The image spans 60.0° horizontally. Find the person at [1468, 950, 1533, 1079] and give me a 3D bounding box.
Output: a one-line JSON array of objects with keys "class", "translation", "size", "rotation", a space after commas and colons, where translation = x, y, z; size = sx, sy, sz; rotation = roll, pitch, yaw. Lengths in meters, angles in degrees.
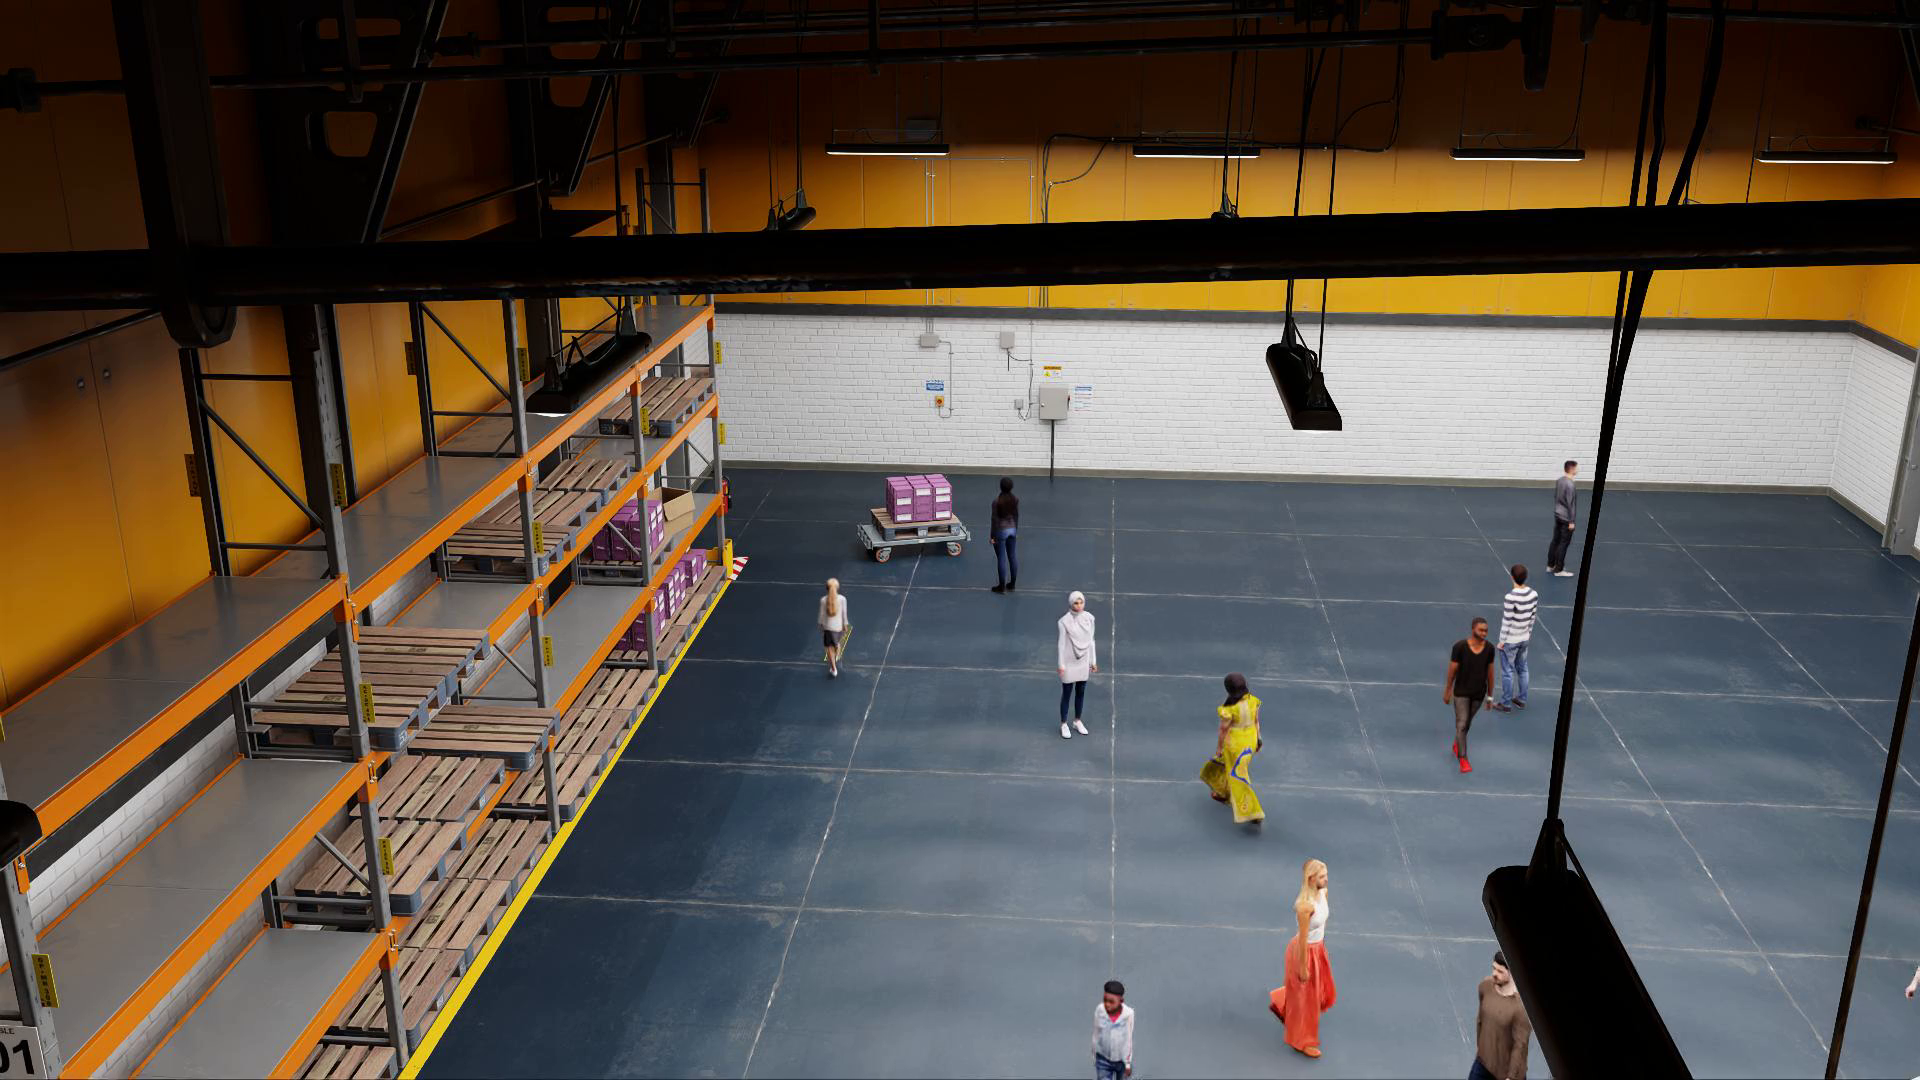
[{"class": "person", "translation": [4.058, 3.849, 12.276], "size": [1.192, 1.848, 1.172], "rotation": [-13, 22, -33]}]

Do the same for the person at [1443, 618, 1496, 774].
[{"class": "person", "translation": [5.735, 1.696, 18.805], "size": [0.739, 1.762, 1.163], "rotation": [0, 19, 0]}]

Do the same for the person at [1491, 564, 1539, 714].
[{"class": "person", "translation": [6.744, 1.186, 20.181], "size": [0.722, 1.850, 0.714], "rotation": [-9, 21, -25]}]

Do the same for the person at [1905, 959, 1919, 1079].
[{"class": "person", "translation": [8.004, 3.597, 13.312], "size": [1.067, 1.664, 1.095], "rotation": [-10, 21, -26]}]

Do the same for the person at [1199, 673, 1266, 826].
[{"class": "person", "translation": [2.974, 2.227, 17.465], "size": [1.260, 1.610, 1.399], "rotation": [-11, 22, -30]}]

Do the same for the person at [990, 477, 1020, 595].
[{"class": "person", "translation": [0.660, -0.080, 24.106], "size": [0.716, 1.745, 0.753], "rotation": [-11, 22, -30]}]

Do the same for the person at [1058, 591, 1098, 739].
[{"class": "person", "translation": [1.357, 1.435, 19.558], "size": [0.690, 1.775, 0.677], "rotation": [-6, 20, -18]}]

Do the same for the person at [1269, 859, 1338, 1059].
[{"class": "person", "translation": [2.772, 3.402, 13.689], "size": [0.915, 1.794, 0.885], "rotation": [15, 24, 38]}]

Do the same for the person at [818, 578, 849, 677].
[{"class": "person", "translation": [-1.618, 1.133, 21.293], "size": [0.714, 1.241, 0.946], "rotation": [-5, 19, -14]}]

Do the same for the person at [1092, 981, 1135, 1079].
[{"class": "person", "translation": [1.213, 3.958, 12.891], "size": [0.612, 1.250, 0.783], "rotation": [8, 20, 21]}]

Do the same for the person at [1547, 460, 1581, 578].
[{"class": "person", "translation": [9.029, -0.339, 24.851], "size": [0.728, 1.760, 0.545], "rotation": [-3, 19, -9]}]
